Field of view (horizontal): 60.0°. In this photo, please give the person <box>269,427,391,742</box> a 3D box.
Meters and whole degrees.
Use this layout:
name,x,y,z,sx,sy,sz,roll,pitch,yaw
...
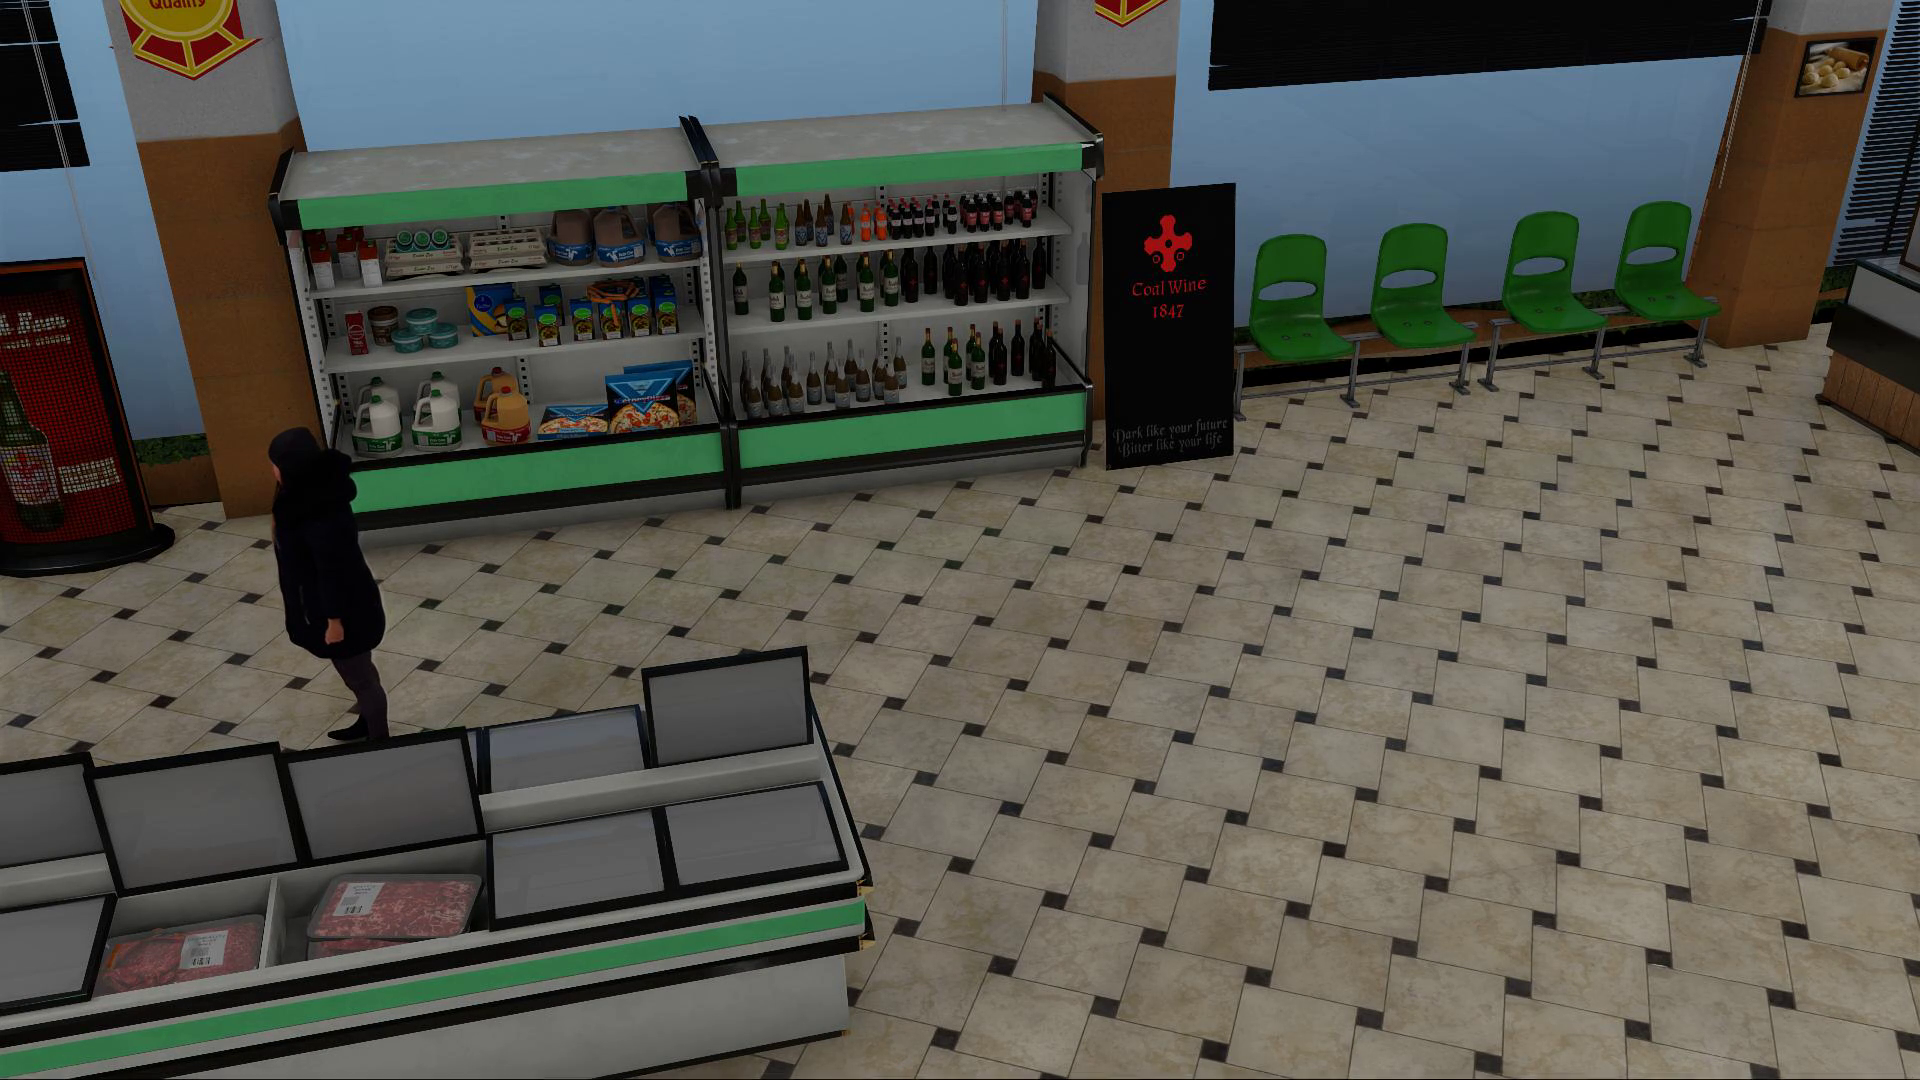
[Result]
name,x,y,z,sx,sy,sz,roll,pitch,yaw
person,-2.746,0.254,7.319,0.686,1.672,0.706,-13,31,-22
